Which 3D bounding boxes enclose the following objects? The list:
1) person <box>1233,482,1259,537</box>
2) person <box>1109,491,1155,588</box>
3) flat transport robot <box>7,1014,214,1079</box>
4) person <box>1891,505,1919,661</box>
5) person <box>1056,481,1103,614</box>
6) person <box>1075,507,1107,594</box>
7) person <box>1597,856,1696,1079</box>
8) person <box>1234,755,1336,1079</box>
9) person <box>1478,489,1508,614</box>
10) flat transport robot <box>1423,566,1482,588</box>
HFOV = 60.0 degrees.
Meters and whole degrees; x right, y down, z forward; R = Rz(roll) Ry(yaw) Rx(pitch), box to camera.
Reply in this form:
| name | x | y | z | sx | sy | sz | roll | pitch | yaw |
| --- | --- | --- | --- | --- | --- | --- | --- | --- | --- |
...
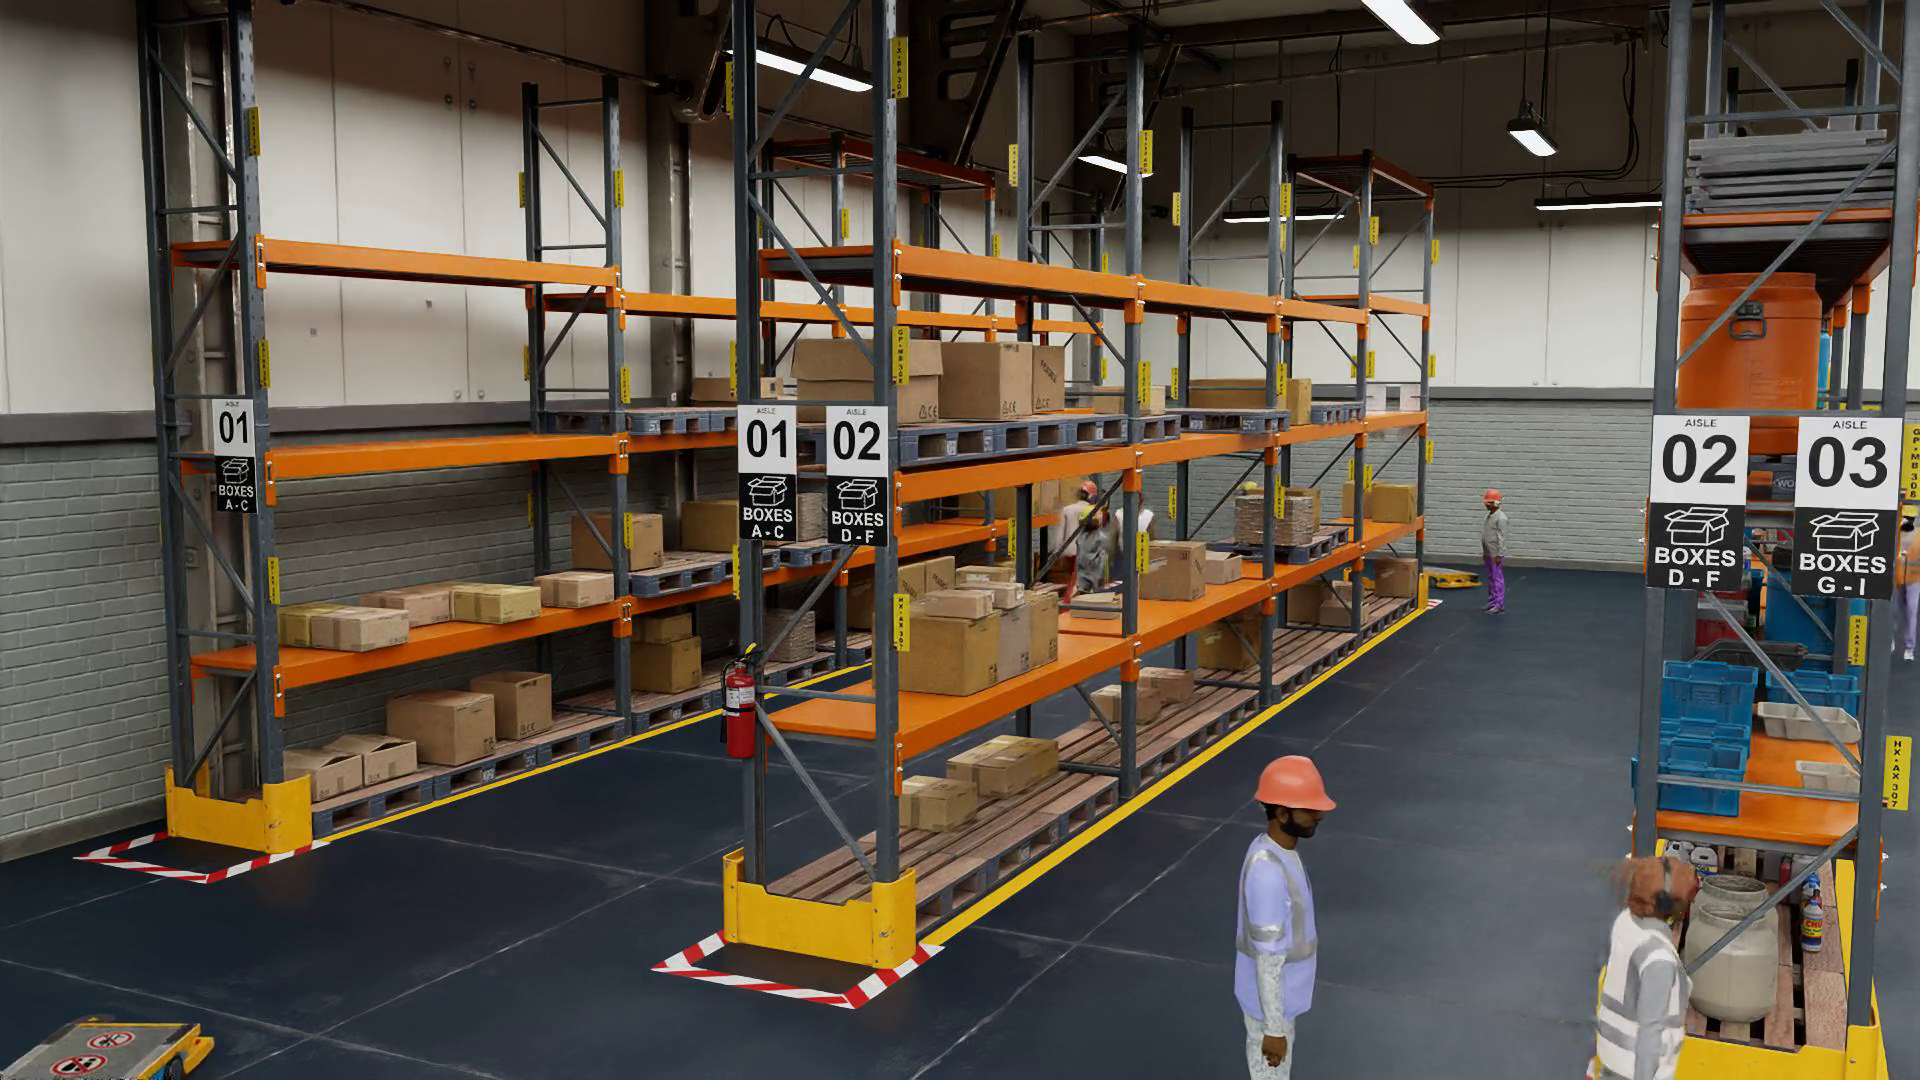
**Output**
| name | x | y | z | sx | sy | sz | roll | pitch | yaw |
| --- | --- | --- | --- | --- | --- | --- | --- | --- | --- |
| person | 4.290 | -0.008 | 25.074 | 0.555 | 1.720 | 0.532 | 1 | 6 | 8 |
| person | 2.410 | 0.178 | 22.923 | 0.572 | 1.805 | 0.950 | 3 | 7 | 29 |
| flat transport robot | -4.038 | 2.513 | 7.566 | 0.652 | 0.197 | 1.431 | 0 | 6 | 0 |
| person | 11.263 | 0.451 | 19.873 | 0.599 | 1.893 | 0.933 | 3 | 6 | 25 |
| person | 1.625 | 0.167 | 22.577 | 0.615 | 1.918 | 1.062 | 4 | 7 | 34 |
| person | 1.577 | 0.447 | 20.720 | 0.508 | 1.700 | 0.859 | 5 | 8 | 39 |
| person | 2.509 | 1.974 | 6.331 | 0.715 | 1.611 | 0.519 | 0 | 6 | 4 |
| person | 1.270 | 1.795 | 6.531 | 0.373 | 1.935 | 0.552 | 1 | 6 | 14 |
| person | 7.477 | 0.157 | 23.381 | 0.344 | 1.744 | 0.566 | 0 | 6 | -4 |
| flat transport robot | 7.522 | 0.577 | 26.397 | 0.652 | 0.197 | 1.431 | -3 | 7 | -27 |
